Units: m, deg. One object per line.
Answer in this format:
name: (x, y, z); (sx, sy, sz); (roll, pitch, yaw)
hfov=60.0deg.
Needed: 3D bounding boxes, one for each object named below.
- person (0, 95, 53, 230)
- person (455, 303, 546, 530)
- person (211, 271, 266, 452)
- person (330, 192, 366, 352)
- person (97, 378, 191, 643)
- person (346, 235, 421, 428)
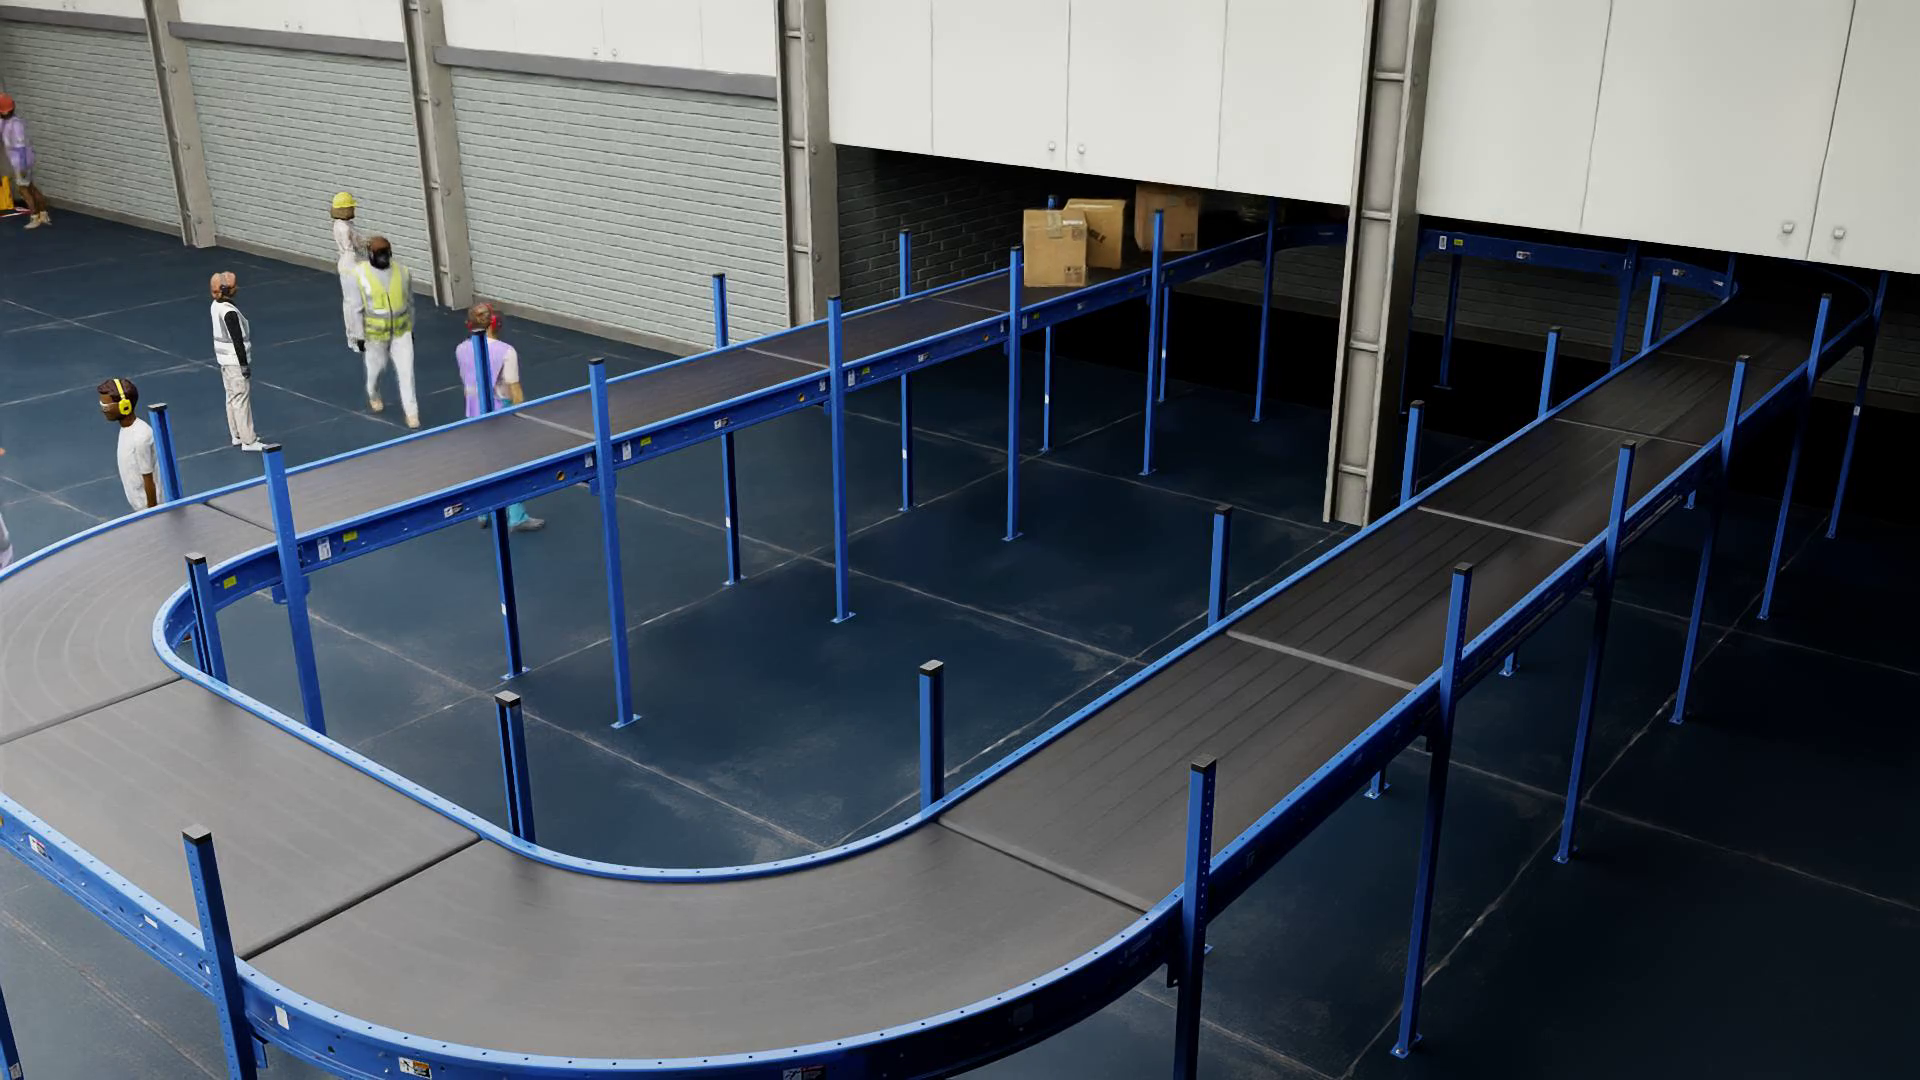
person: (-13.989, -5.647, 24.832); (0.615, 1.991, 0.699); (-19, 28, -40)
person: (-3.675, -0.941, 13.102); (0.666, 1.819, 0.398); (11, 24, 26)
person: (-6.551, -1.609, 15.037); (0.308, 1.641, 0.517); (-17, 27, -36)
person: (-6.683, -2.947, 18.296); (0.294, 1.744, 0.486); (-12, 24, -27)
person: (-5.442, -0.184, 11.128); (0.328, 1.861, 0.502); (-15, 26, -34)
person: (-5.481, -2.013, 15.838); (0.627, 1.820, 0.851); (-14, 25, -31)
